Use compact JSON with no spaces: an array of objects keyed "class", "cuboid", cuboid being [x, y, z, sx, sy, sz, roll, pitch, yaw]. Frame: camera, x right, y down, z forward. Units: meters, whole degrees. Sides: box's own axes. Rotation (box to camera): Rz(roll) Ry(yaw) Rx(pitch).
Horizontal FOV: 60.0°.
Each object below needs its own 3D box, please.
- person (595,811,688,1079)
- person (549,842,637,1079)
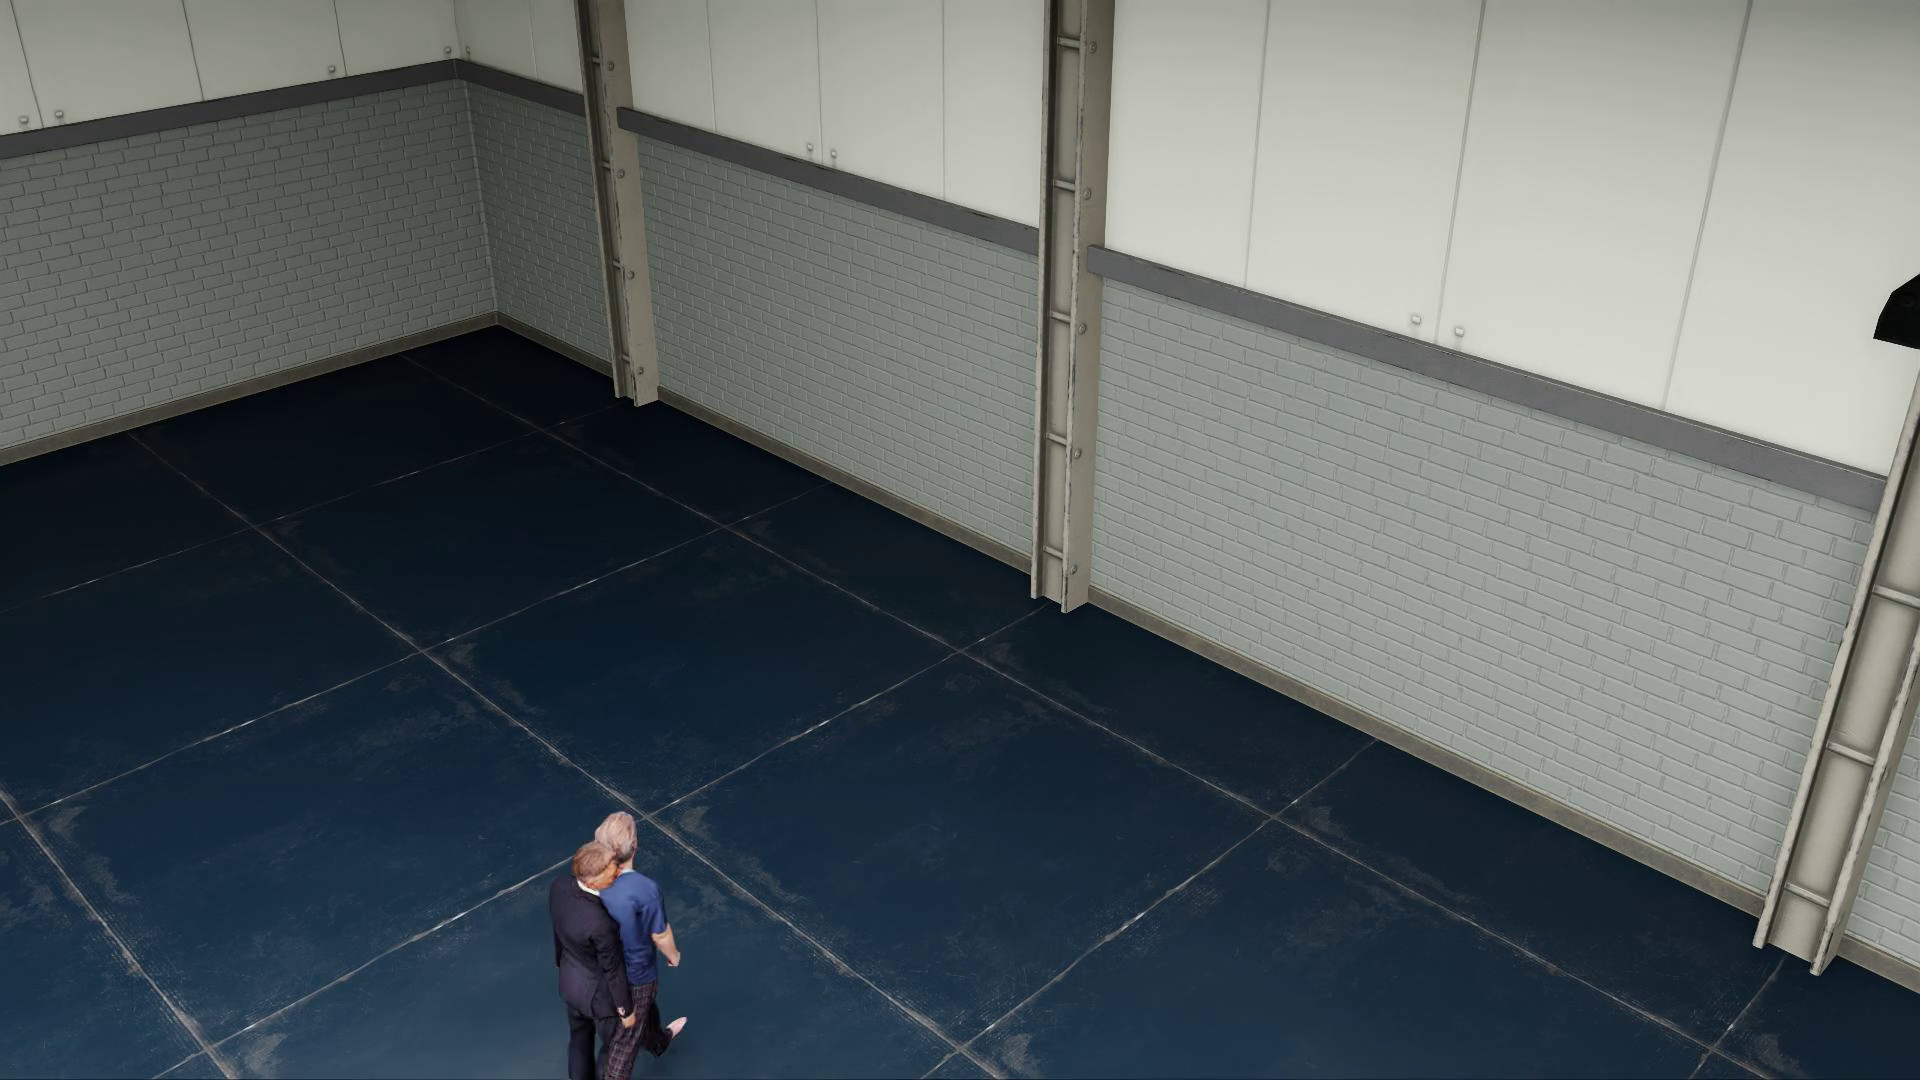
[{"class":"person","cuboid":[-1.759,2.280,8.531,1.070,1.826,0.916,15,31,26]},{"class":"person","cuboid":[-1.923,2.273,8.584,0.584,1.788,0.794,20,34,32]}]
